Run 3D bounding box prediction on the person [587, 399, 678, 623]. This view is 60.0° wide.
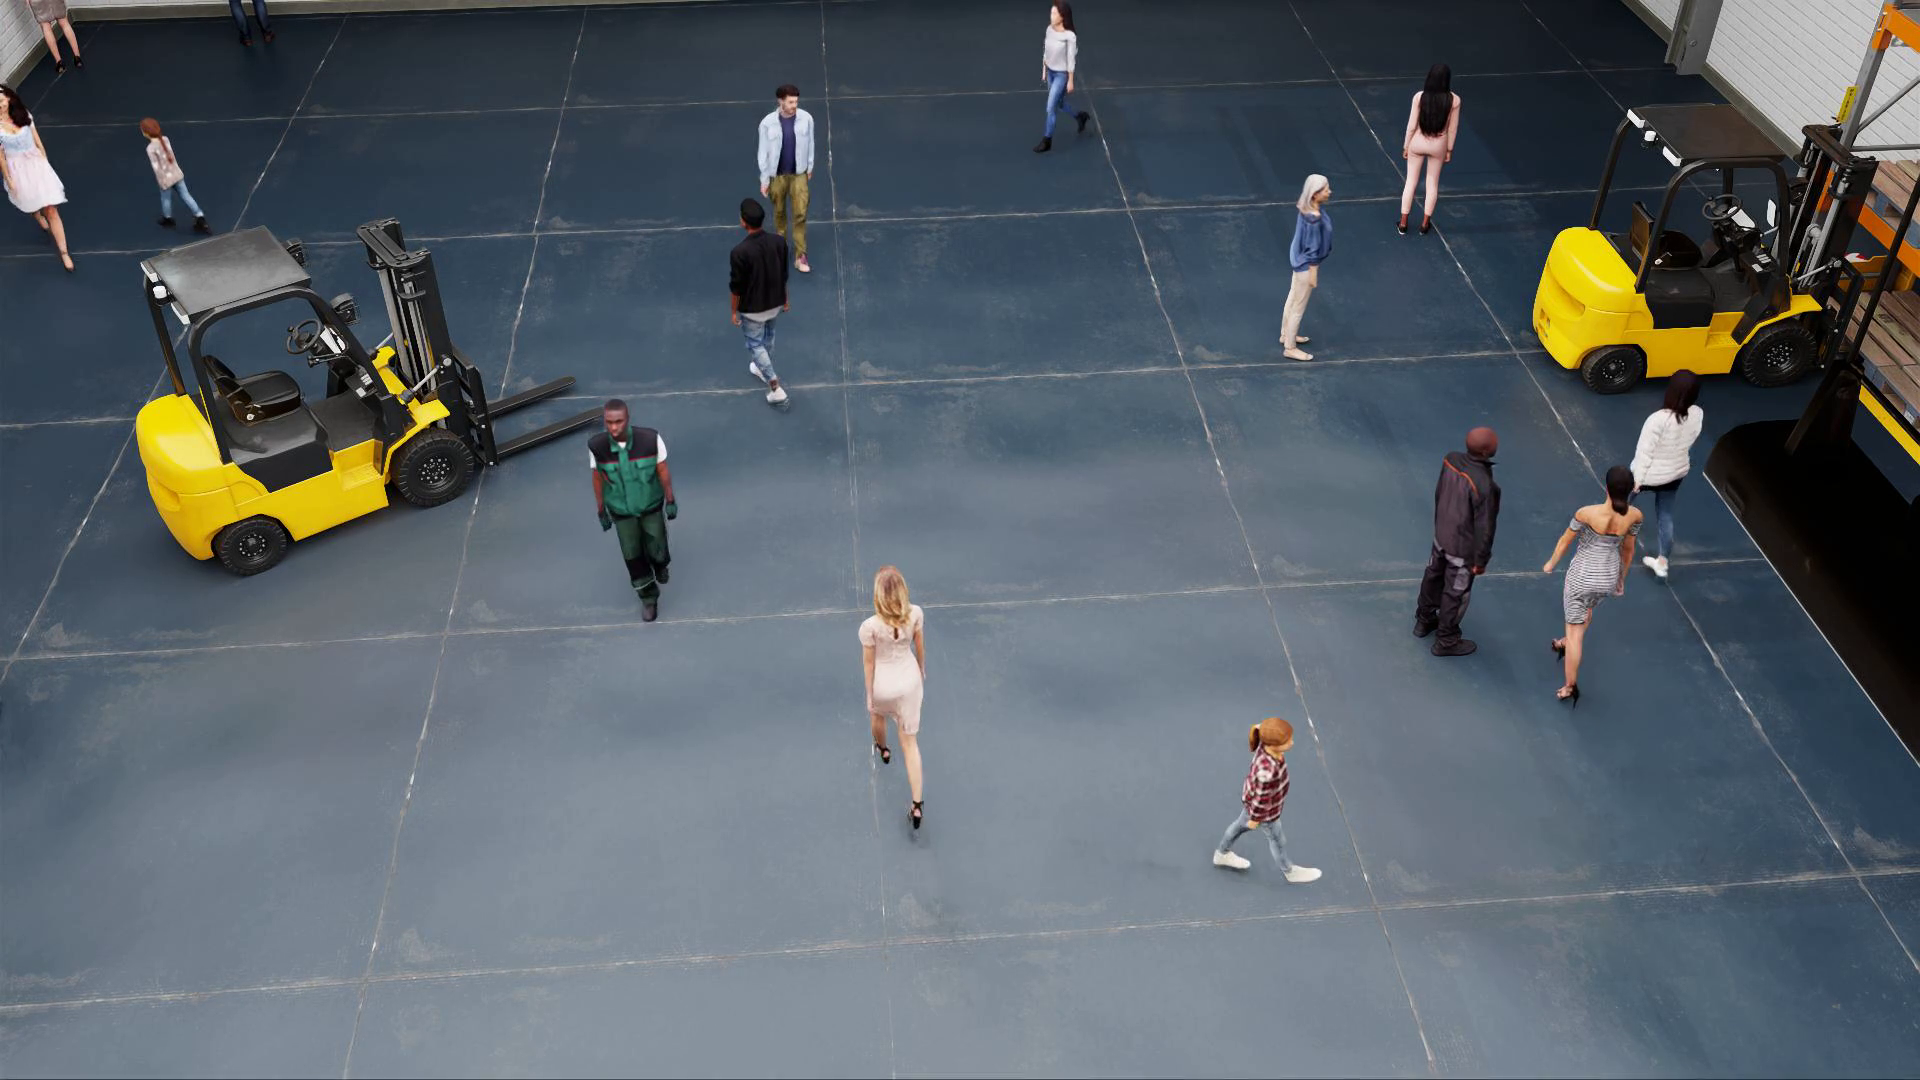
[{"bbox_3d":[-2.264,-0.280,11.648,0.711,1.824,0.806,-5,39,-6],"label":"person"}]

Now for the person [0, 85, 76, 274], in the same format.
[{"bbox_3d":[-8.776,-3.441,15.645,1.031,1.775,1.284,-22,43,-25],"label":"person"}]

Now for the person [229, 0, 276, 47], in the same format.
[{"bbox_3d":[-8.644,-6.882,19.845,0.816,1.911,0.769,-17,42,-20],"label":"person"}]

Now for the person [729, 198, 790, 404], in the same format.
[{"bbox_3d":[-1.622,-1.944,13.759,1.002,1.790,1.133,-26,45,-28],"label":"person"}]

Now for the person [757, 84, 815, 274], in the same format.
[{"bbox_3d":[-1.647,-3.478,15.690,0.770,1.776,1.042,-5,39,-7],"label":"person"}]

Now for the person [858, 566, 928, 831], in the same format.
[{"bbox_3d":[-0.367,0.975,10.105,0.773,1.787,1.176,-11,40,-13],"label":"person"}]

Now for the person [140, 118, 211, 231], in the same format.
[{"bbox_3d":[-7.687,-3.555,16.268,0.787,1.176,0.820,16,41,19],"label":"person"}]

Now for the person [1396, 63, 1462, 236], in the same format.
[{"bbox_3d":[4.530,-3.786,16.122,0.678,1.720,0.621,7,39,9],"label":"person"}]

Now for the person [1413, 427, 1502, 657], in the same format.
[{"bbox_3d":[3.388,-0.012,11.310,0.825,1.826,0.652,-14,41,-17],"label":"person"}]

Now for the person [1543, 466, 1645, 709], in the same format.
[{"bbox_3d":[4.144,0.357,10.871,0.633,1.798,0.866,-2,39,-3],"label":"person"}]

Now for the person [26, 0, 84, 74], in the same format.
[{"bbox_3d":[-10.577,-6.276,19.217,0.662,1.747,0.685,-28,46,-30],"label":"person"}]

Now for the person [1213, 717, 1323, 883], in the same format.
[{"bbox_3d":[1.723,1.529,9.825,0.766,1.273,0.874,8,39,9],"label":"person"}]

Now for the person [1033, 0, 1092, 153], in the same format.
[{"bbox_3d":[1.111,-4.926,17.638,0.970,1.608,1.049,-22,43,-25],"label":"person"}]

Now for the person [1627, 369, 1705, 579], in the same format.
[{"bbox_3d":[5.118,-0.455,12.051,0.759,1.595,1.115,-9,39,-11],"label":"person"}]

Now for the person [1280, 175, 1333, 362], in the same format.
[{"bbox_3d":[2.979,-2.373,14.370,0.691,1.697,0.532,1,39,2],"label":"person"}]
